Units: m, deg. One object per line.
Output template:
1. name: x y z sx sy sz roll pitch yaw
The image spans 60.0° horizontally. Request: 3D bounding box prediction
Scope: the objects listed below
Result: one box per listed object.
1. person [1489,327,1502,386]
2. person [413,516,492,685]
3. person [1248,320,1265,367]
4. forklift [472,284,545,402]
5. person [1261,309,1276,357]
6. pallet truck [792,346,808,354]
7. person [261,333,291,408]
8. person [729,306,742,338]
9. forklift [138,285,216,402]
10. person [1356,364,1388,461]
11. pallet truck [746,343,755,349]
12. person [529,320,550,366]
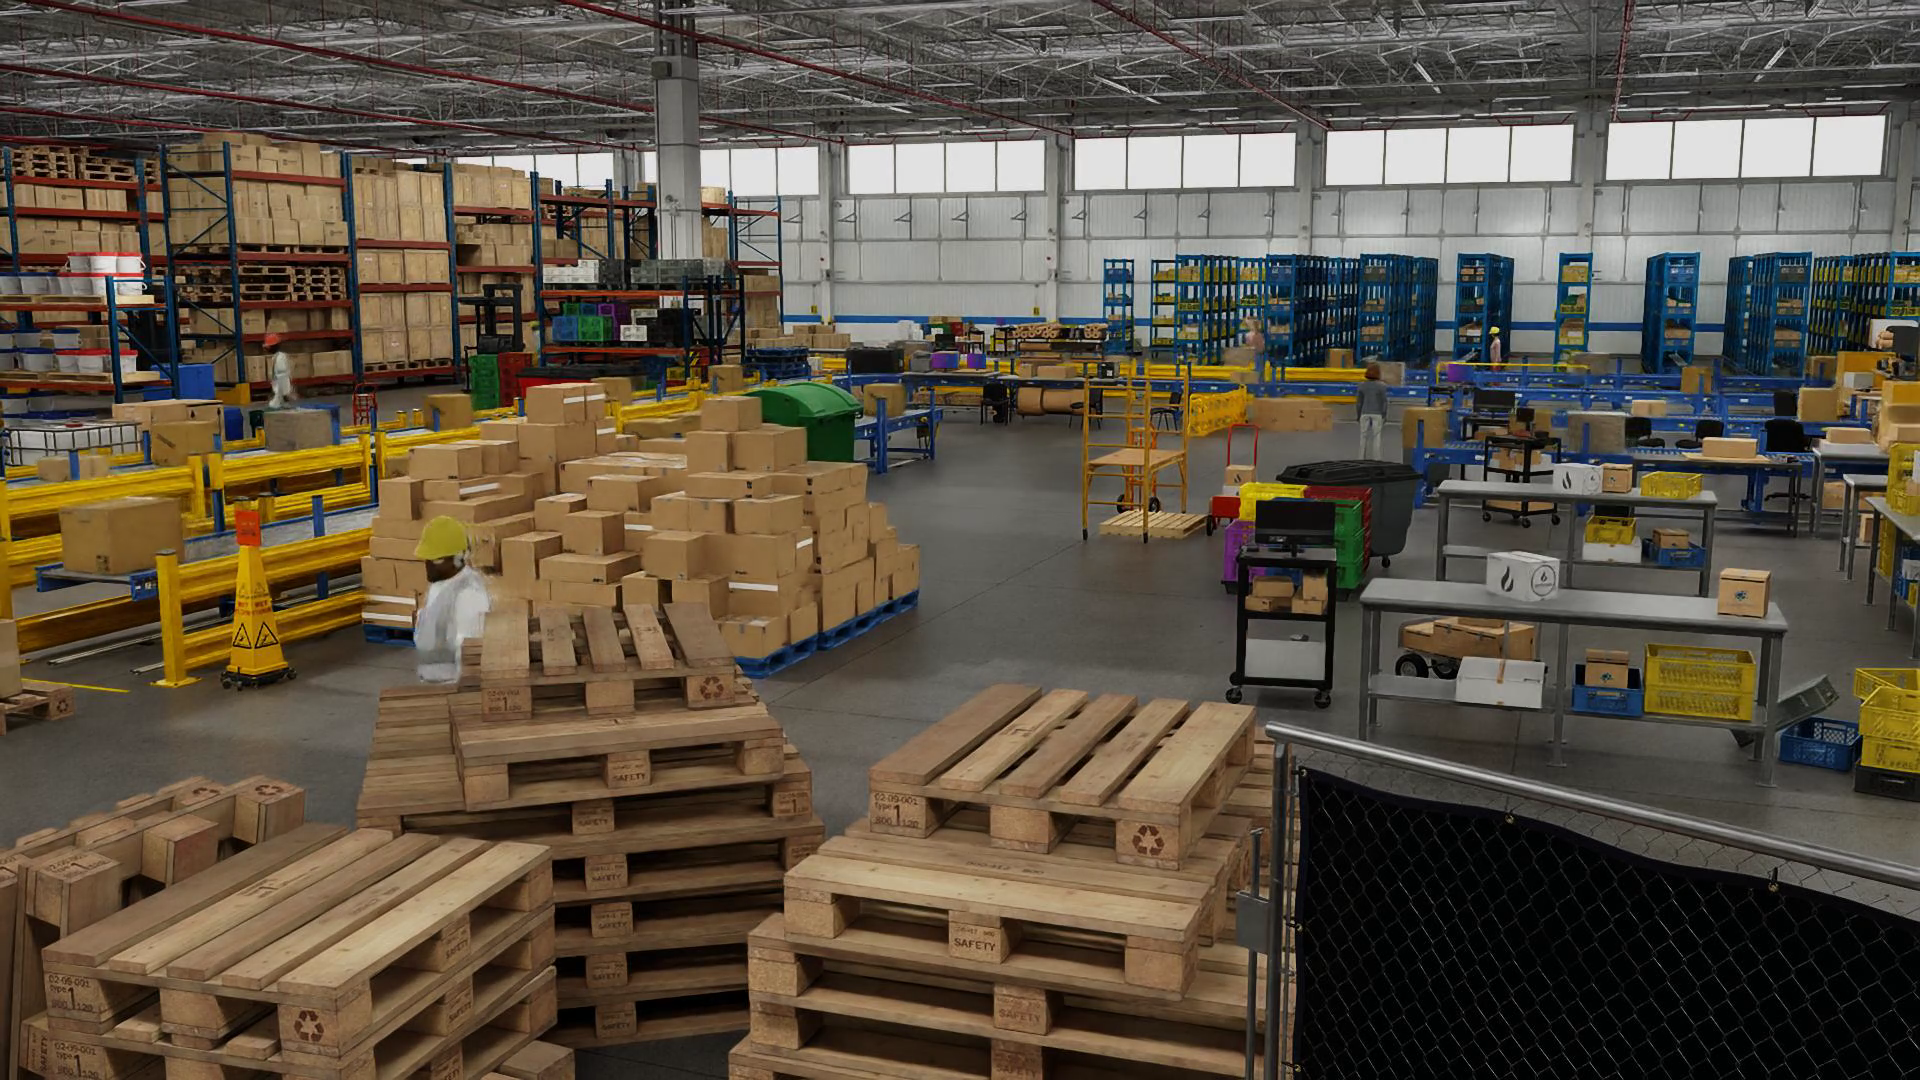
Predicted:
1. person: 13.219 -4.385 41.122 0.329 1.765 0.526 2 9 10
2. person: -2.608 0.746 8.794 0.525 1.800 0.594 -6 11 -33
3. person: 7.653 -4.717 42.784 0.427 1.894 0.681 6 11 33
4. forklift: -10.832 -4.702 39.610 1.129 2.768 1.873 3 10 20
5. person: 9.873 -6.417 53.145 1.003 2.005 0.618 3 10 21
6. pallet truck: -3.705 -4.298 42.022 0.653 1.274 1.630 3 10 20
7. person: -12.039 -2.644 29.390 0.500 2.011 0.680 -4 10 -23
8. person: -8.111 -7.437 59.834 0.617 1.895 0.981 4 10 23
9. forklift: -17.480 -4.200 36.461 1.873 2.768 1.129 3 10 19
10. person: 6.513 -1.960 26.302 0.497 1.633 0.284 5 10 29
11. pallet truck: -6.183 -4.618 44.264 1.601 1.201 0.680 -9 12 -43
12. person: -12.365 -5.629 49.047 0.682 1.721 0.576 -4 10 -24
